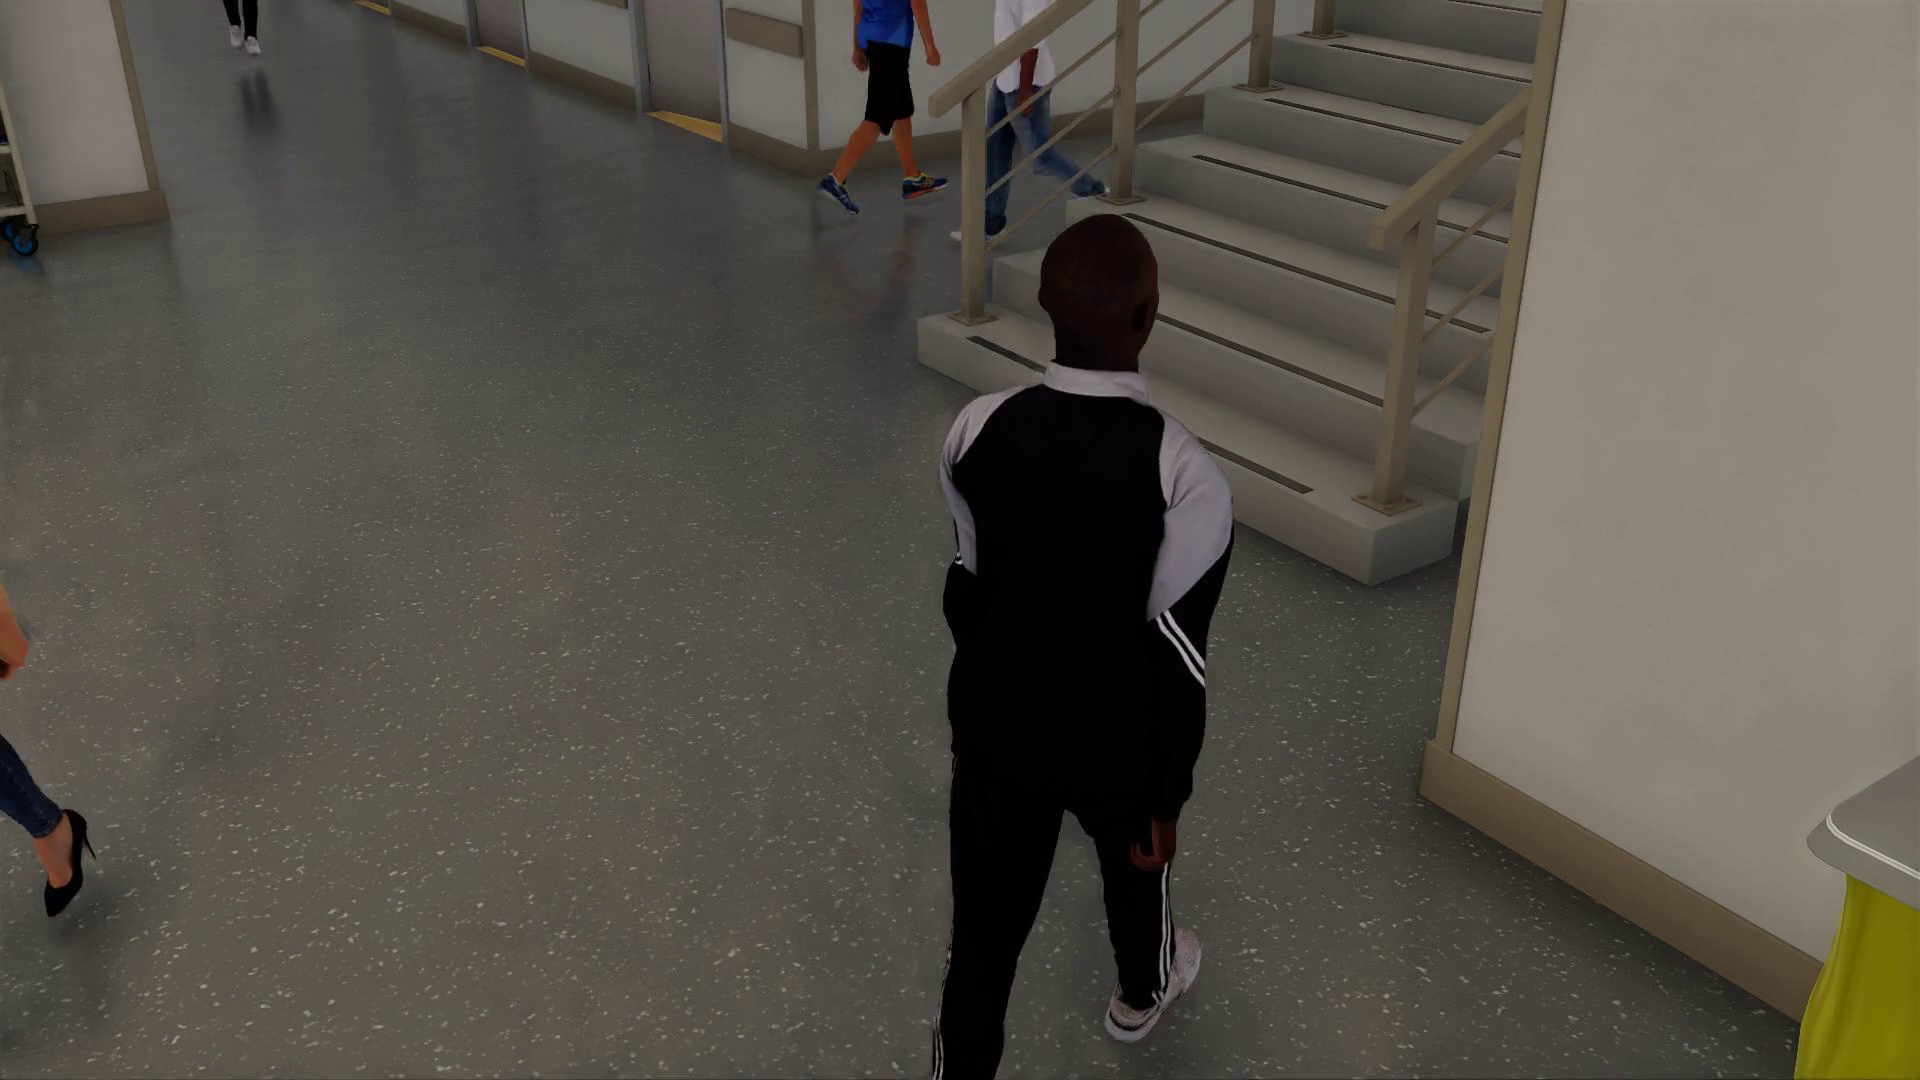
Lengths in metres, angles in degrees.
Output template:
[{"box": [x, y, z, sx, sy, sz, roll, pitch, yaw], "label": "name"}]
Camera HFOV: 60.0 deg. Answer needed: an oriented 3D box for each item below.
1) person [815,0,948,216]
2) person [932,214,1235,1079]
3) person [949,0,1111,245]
[{"box": [-0.475, -2.697, 9.128, 1.244, 1.833, 0.703, -20, 32, -35], "label": "person"}, {"box": [0.130, 0.382, 2.788, 1.057, 1.793, 1.264, 12, 28, 23], "label": "person"}, {"box": [0.410, -2.365, 8.488, 1.211, 1.790, 0.977, -3, 26, -7], "label": "person"}]
